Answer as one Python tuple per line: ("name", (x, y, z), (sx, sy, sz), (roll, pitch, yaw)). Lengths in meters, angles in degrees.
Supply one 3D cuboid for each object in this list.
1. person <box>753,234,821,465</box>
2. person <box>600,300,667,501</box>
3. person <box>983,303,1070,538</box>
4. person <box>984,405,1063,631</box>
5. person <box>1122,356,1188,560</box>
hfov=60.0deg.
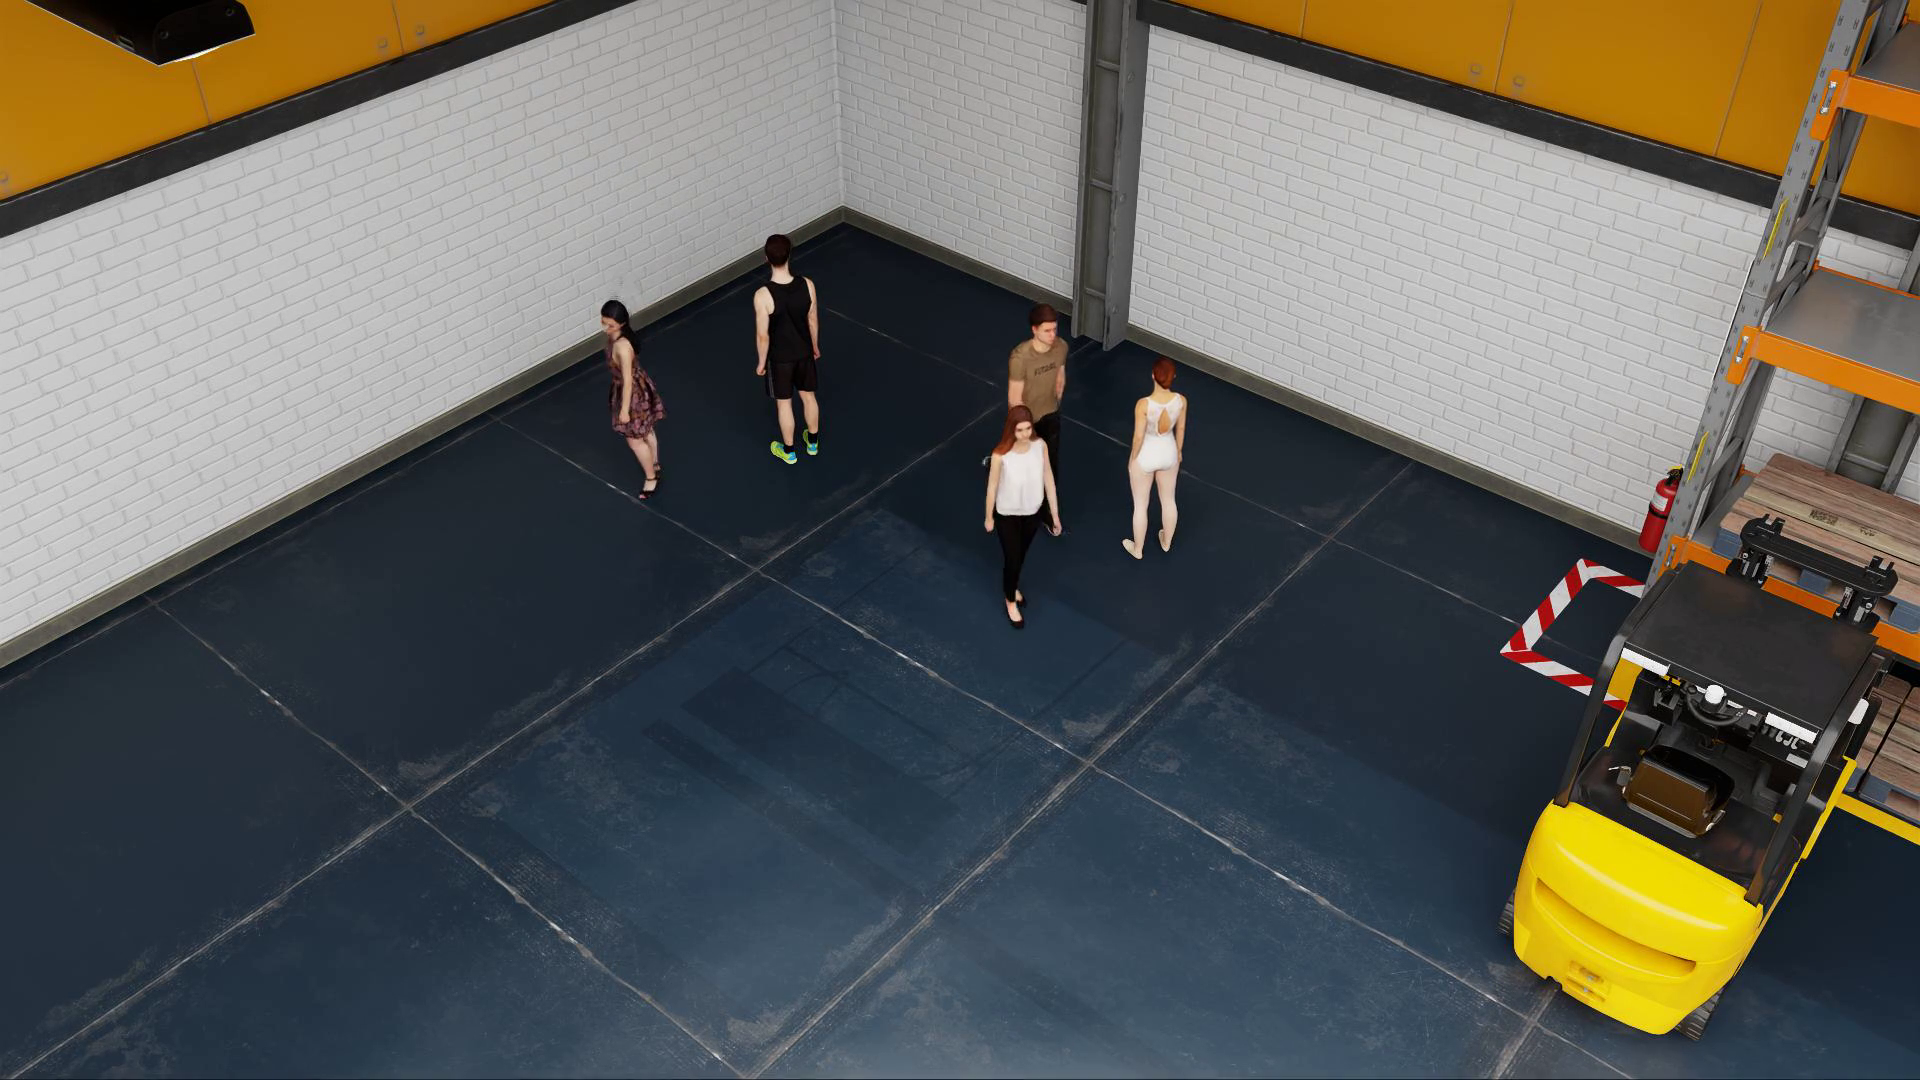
("person", (-1.294, -1.430, 12.597), (0.748, 1.892, 0.705), (-20, 43, -23))
("person", (-2.404, -1.081, 12.273), (0.912, 1.751, 0.815), (-2, 39, -3))
("person", (0.488, -0.940, 12.037), (0.949, 1.825, 1.240), (-23, 44, -26))
("person", (0.354, -0.245, 11.262), (0.742, 1.706, 0.817), (-18, 42, -21))
("person", (1.379, -0.577, 11.727), (0.620, 1.644, 0.627), (-12, 40, -14))
